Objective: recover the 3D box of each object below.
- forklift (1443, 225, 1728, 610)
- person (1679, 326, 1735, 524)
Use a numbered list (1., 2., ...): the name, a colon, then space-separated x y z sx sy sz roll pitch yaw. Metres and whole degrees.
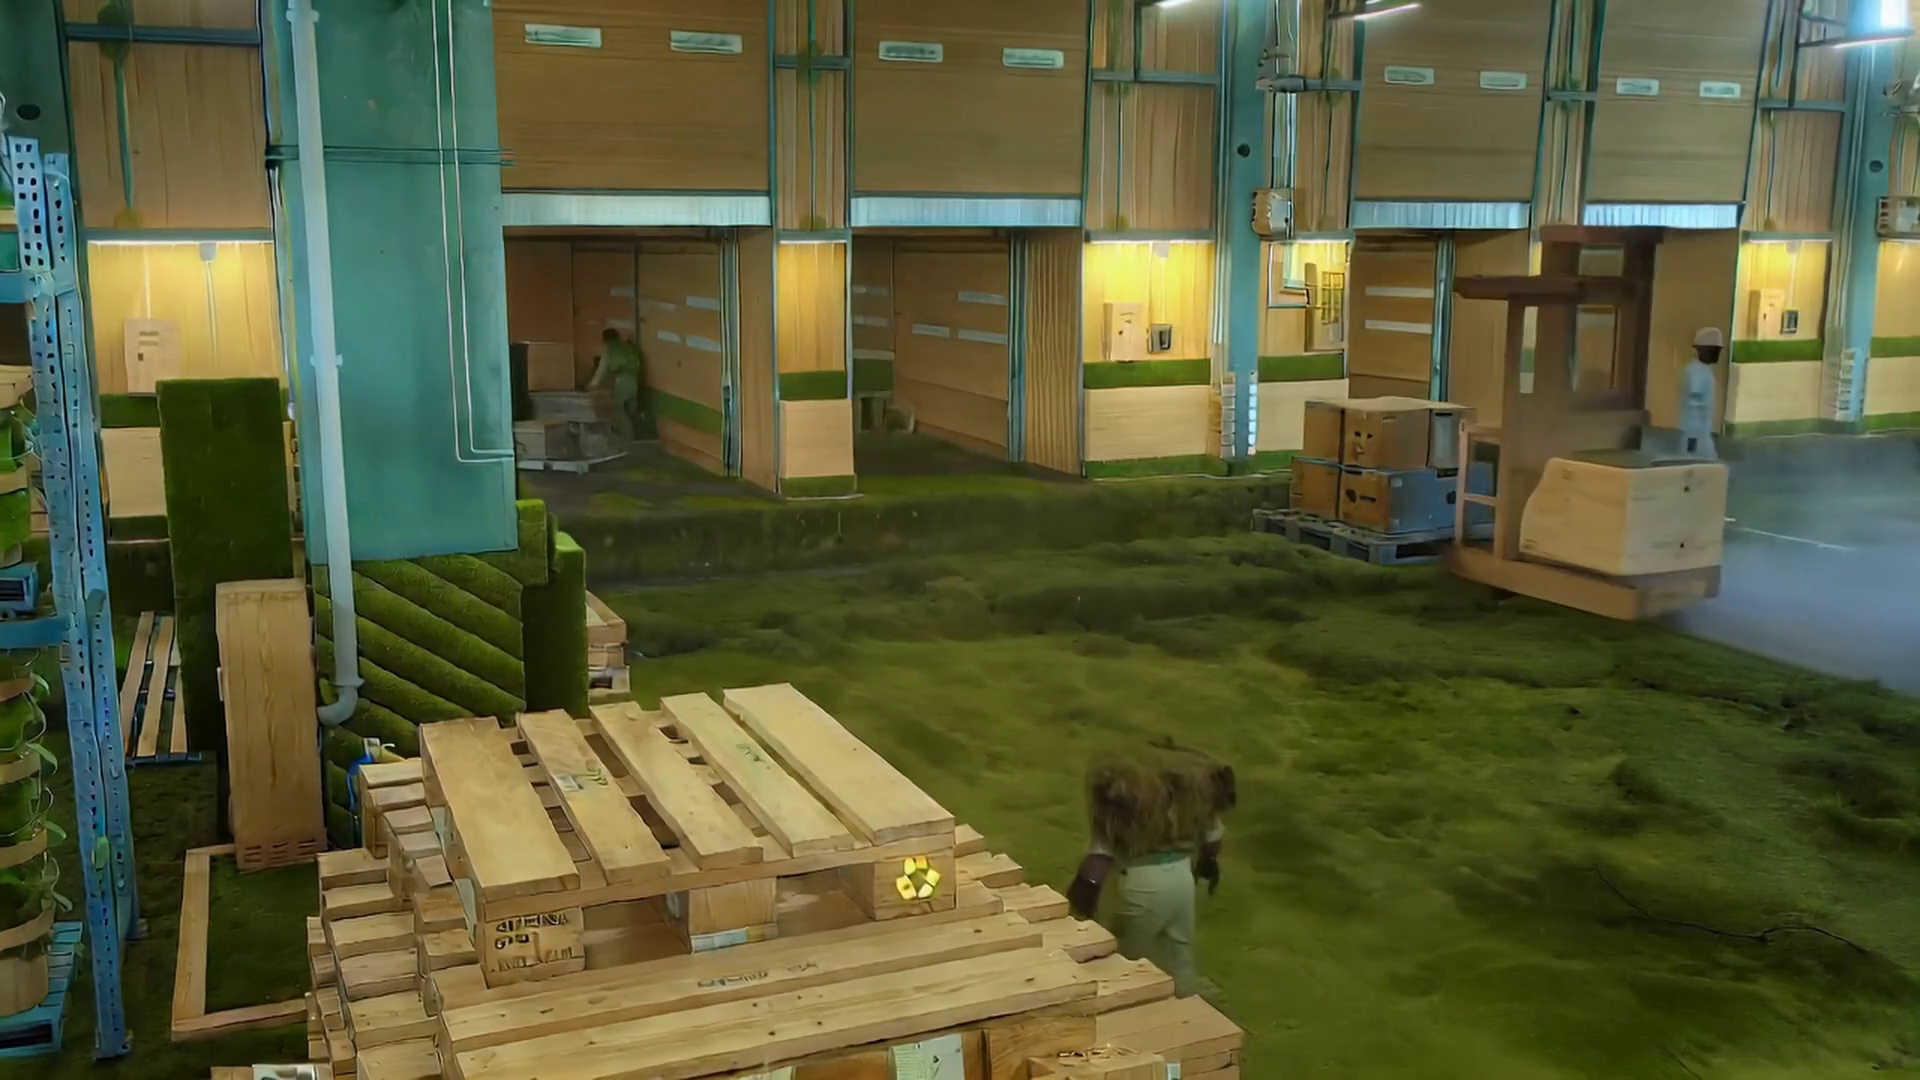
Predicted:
1. forklift: 4.841 -1.011 12.756 1.129 2.768 1.873 -4 11 -23
2. person: 7.055 -1.110 16.020 0.810 1.899 0.591 3 11 18
